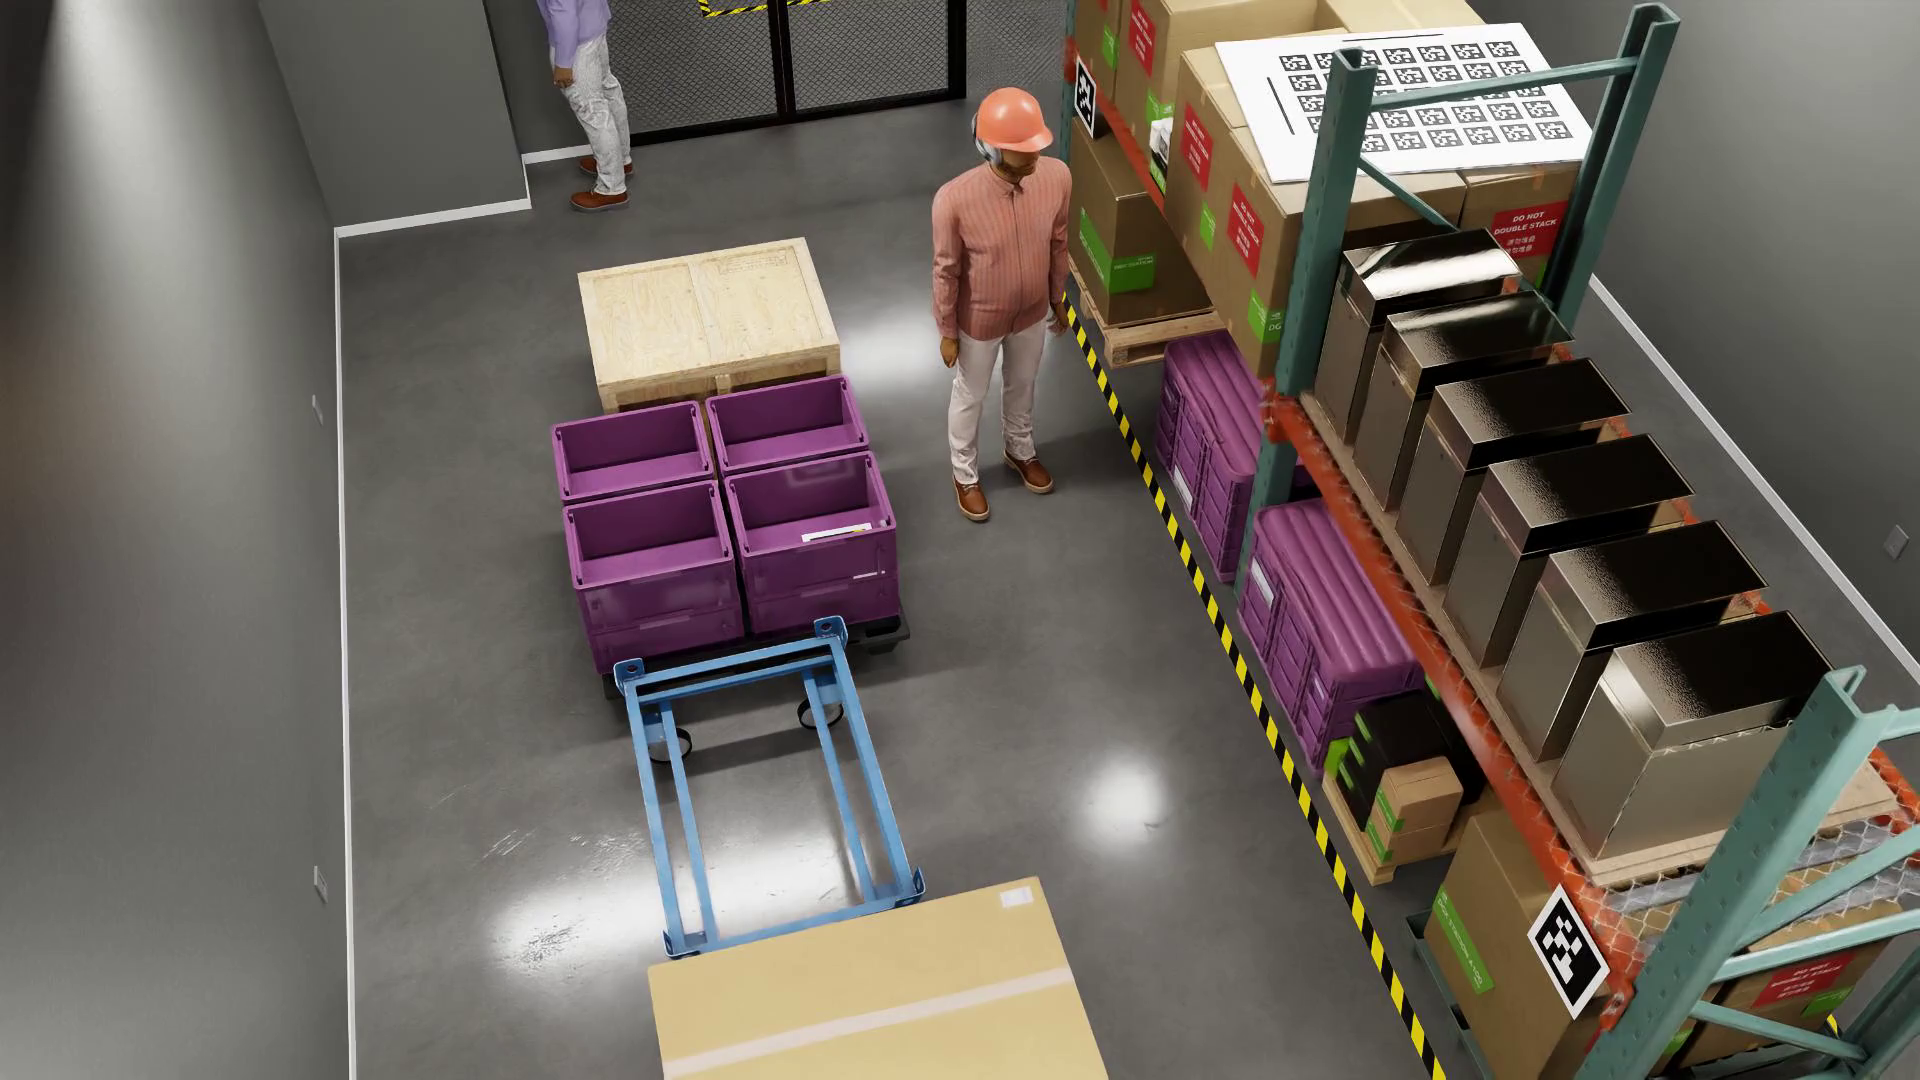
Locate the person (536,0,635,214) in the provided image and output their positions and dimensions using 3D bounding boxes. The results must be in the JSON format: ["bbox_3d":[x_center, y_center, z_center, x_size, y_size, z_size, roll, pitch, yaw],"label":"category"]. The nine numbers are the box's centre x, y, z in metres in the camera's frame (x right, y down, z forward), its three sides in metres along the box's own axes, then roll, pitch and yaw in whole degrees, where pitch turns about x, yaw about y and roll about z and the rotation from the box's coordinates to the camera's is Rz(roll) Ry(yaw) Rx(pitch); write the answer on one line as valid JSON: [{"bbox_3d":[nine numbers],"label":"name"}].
[{"bbox_3d":[-1.899,-2.510,8.192,0.359,1.937,0.632,2,47,2],"label":"person"}]

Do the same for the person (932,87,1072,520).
[{"bbox_3d":[0.174,-0.929,6.700,0.612,1.997,0.376,-23,51,-19],"label":"person"}]
